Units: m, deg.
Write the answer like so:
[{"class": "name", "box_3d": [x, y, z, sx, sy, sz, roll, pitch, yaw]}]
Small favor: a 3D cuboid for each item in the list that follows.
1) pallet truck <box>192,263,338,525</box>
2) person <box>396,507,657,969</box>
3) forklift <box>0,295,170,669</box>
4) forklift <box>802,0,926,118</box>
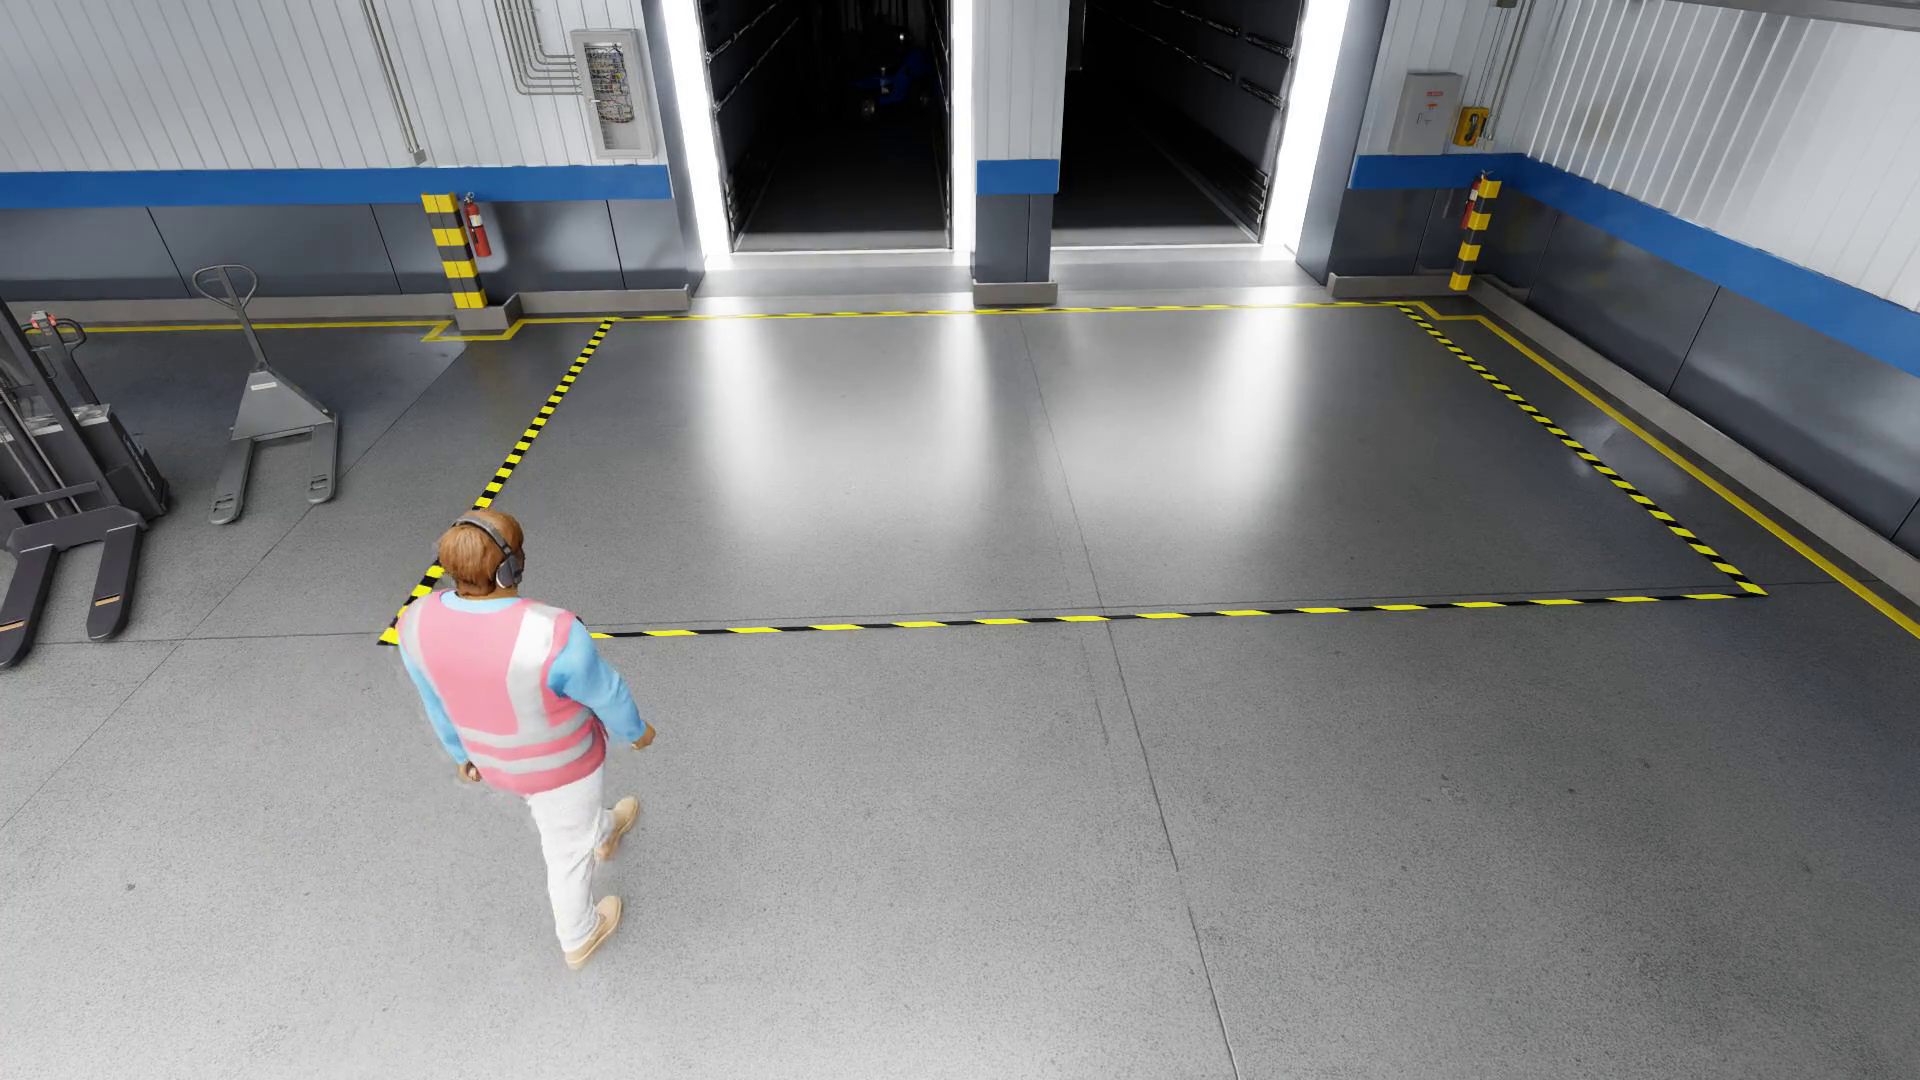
[{"class": "pallet truck", "box_3d": [-4.778, -1.027, 6.128, 0.680, 1.201, 1.601, -17, 38, -23]}, {"class": "person", "box_3d": [-1.400, 0.661, 3.199, 0.631, 1.820, 0.715, 10, 36, 14]}, {"class": "forklift", "box_3d": [-5.212, -0.618, 4.878, 0.823, 1.965, 1.885, -20, 39, -26]}, {"class": "forklift", "box_3d": [-1.703, -8.746, 16.244, 1.157, 2.036, 2.680, 20, 40, 26]}]
